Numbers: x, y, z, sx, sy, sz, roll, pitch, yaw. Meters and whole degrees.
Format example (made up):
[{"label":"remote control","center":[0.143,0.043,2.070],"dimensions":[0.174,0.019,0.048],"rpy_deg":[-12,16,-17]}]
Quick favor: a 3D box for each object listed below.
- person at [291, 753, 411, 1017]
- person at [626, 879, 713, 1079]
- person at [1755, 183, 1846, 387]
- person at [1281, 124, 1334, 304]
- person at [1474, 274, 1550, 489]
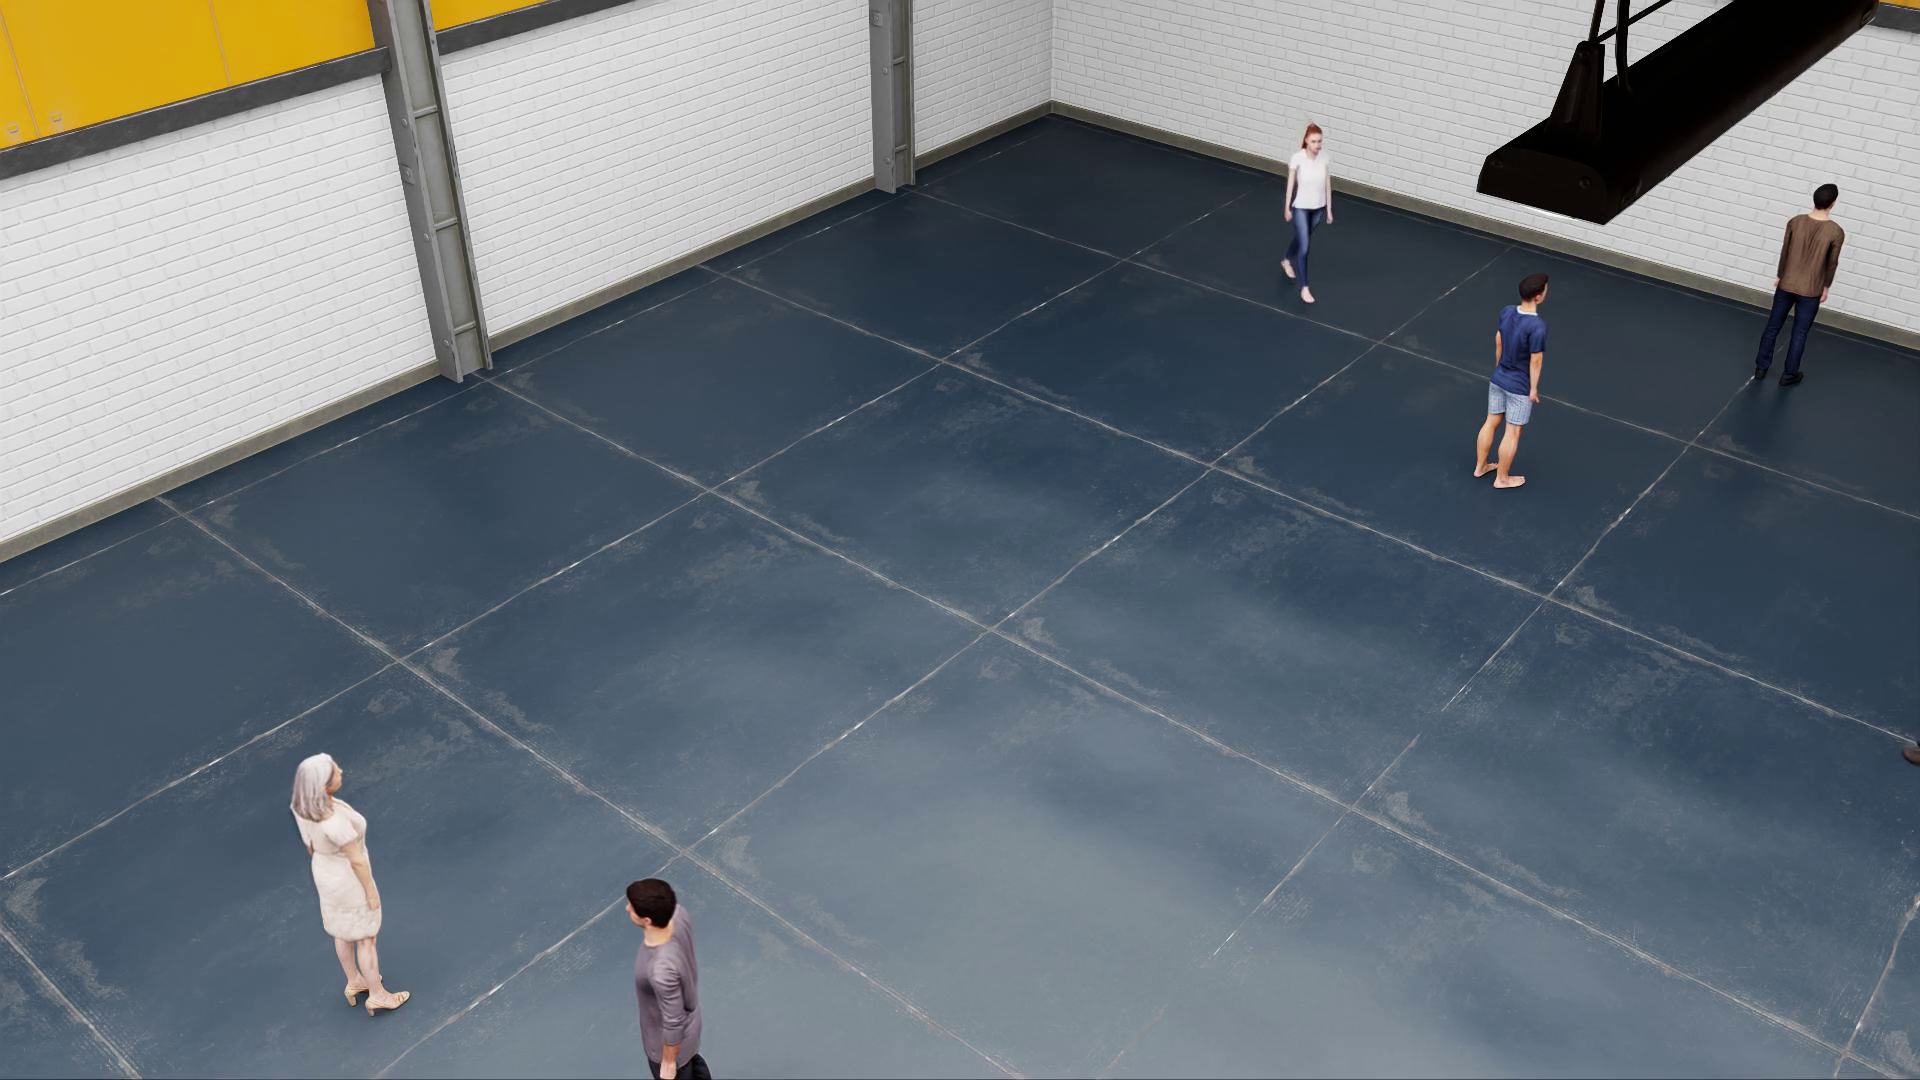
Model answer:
[{"label":"person","center":[-3.264,1.833,8.830],"dimensions":[0.612,1.735,0.566],"rpy_deg":[21,39,29]},{"label":"person","center":[-1.375,2.322,7.989],"dimensions":[0.790,1.851,0.714],"rpy_deg":[-1,34,-2]},{"label":"person","center":[7.529,-2.286,14.889],"dimensions":[0.650,1.888,0.568],"rpy_deg":[27,42,34]},{"label":"person","center":[3.435,-3.319,16.615],"dimensions":[1.137,1.698,1.059],"rpy_deg":[-9,35,-13]},{"label":"person","center":[4.465,-1.285,13.418],"dimensions":[0.676,1.849,0.690],"rpy_deg":[-17,37,-24]}]
